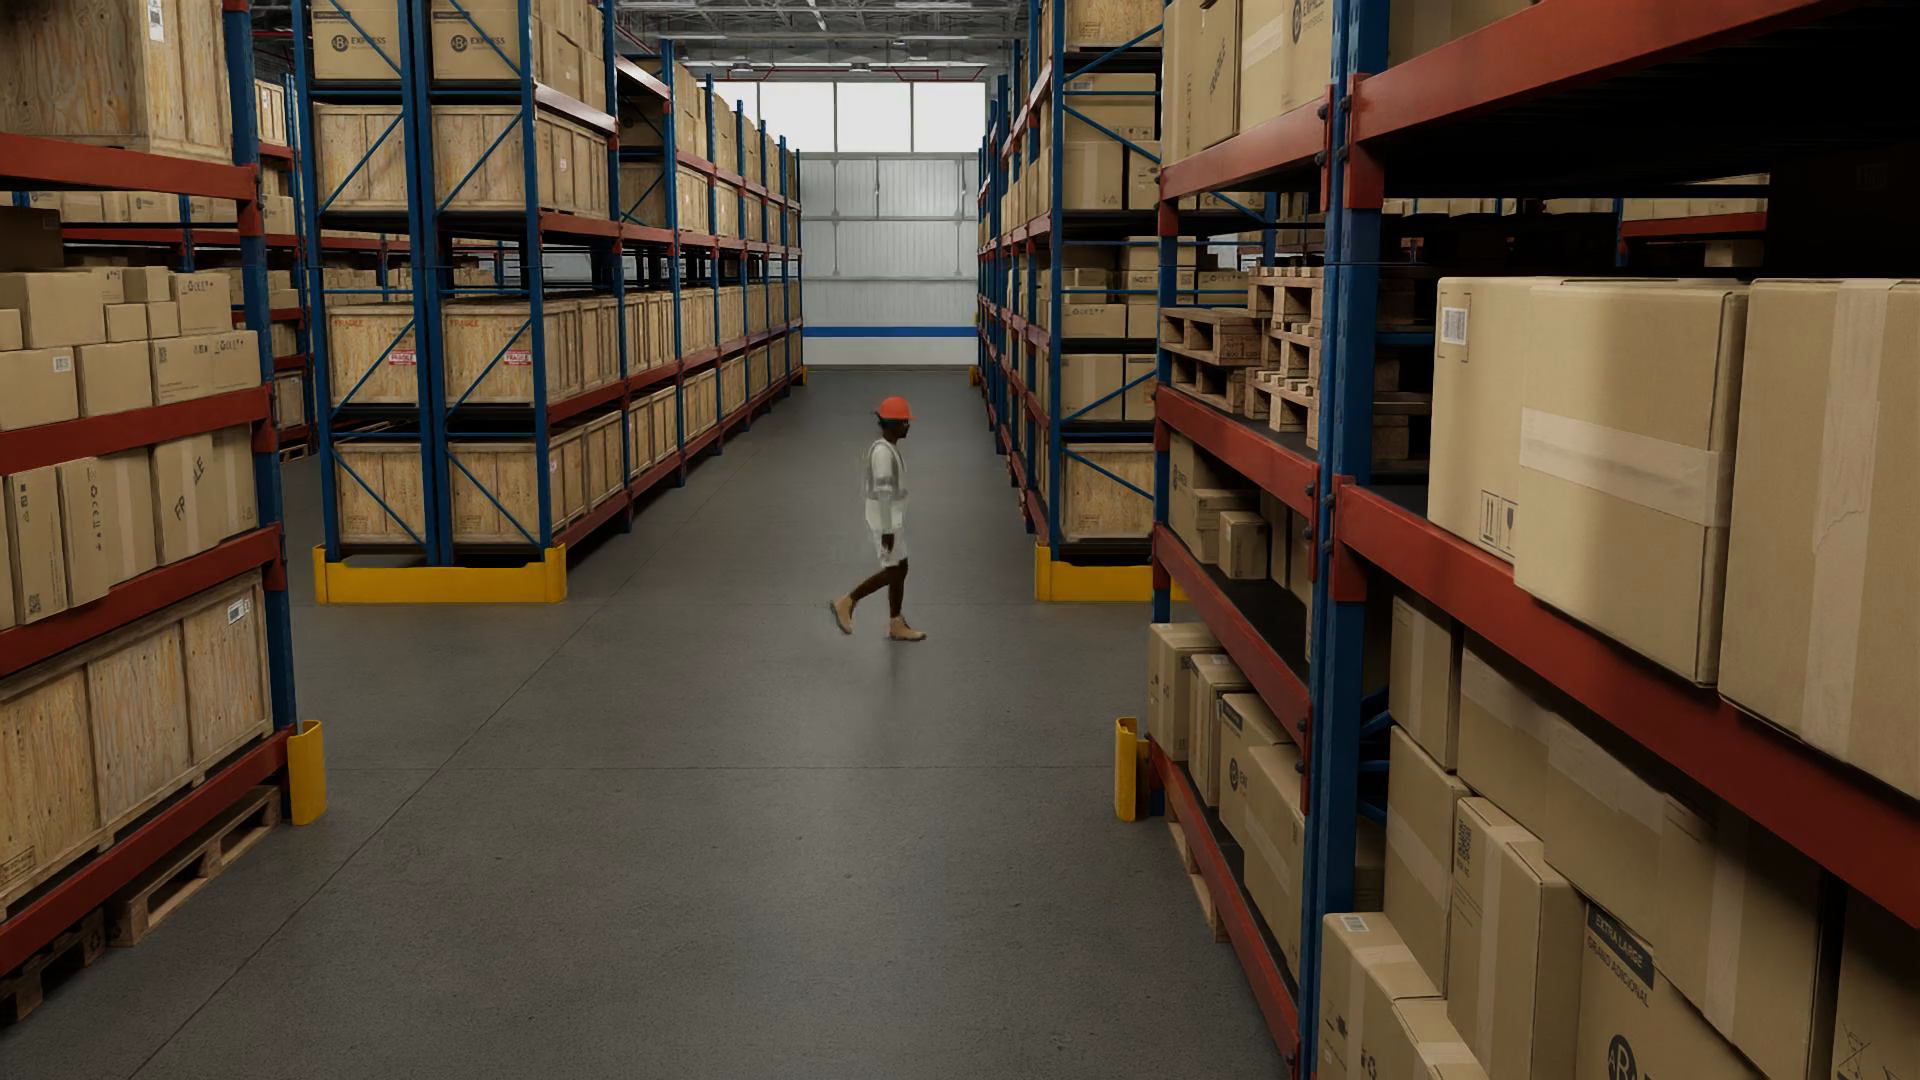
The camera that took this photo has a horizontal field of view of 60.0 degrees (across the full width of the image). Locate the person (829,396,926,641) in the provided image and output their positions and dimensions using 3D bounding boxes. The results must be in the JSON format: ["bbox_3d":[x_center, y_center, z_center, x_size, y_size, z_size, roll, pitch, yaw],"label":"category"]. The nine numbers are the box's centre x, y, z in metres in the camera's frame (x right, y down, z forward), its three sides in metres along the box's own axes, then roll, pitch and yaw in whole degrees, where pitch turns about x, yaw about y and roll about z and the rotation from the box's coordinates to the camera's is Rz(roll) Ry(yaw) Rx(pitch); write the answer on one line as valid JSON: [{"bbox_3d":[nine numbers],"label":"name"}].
[{"bbox_3d":[-0.661,-0.158,13.453,0.687,2.021,0.628,1,9,8],"label":"person"}]
